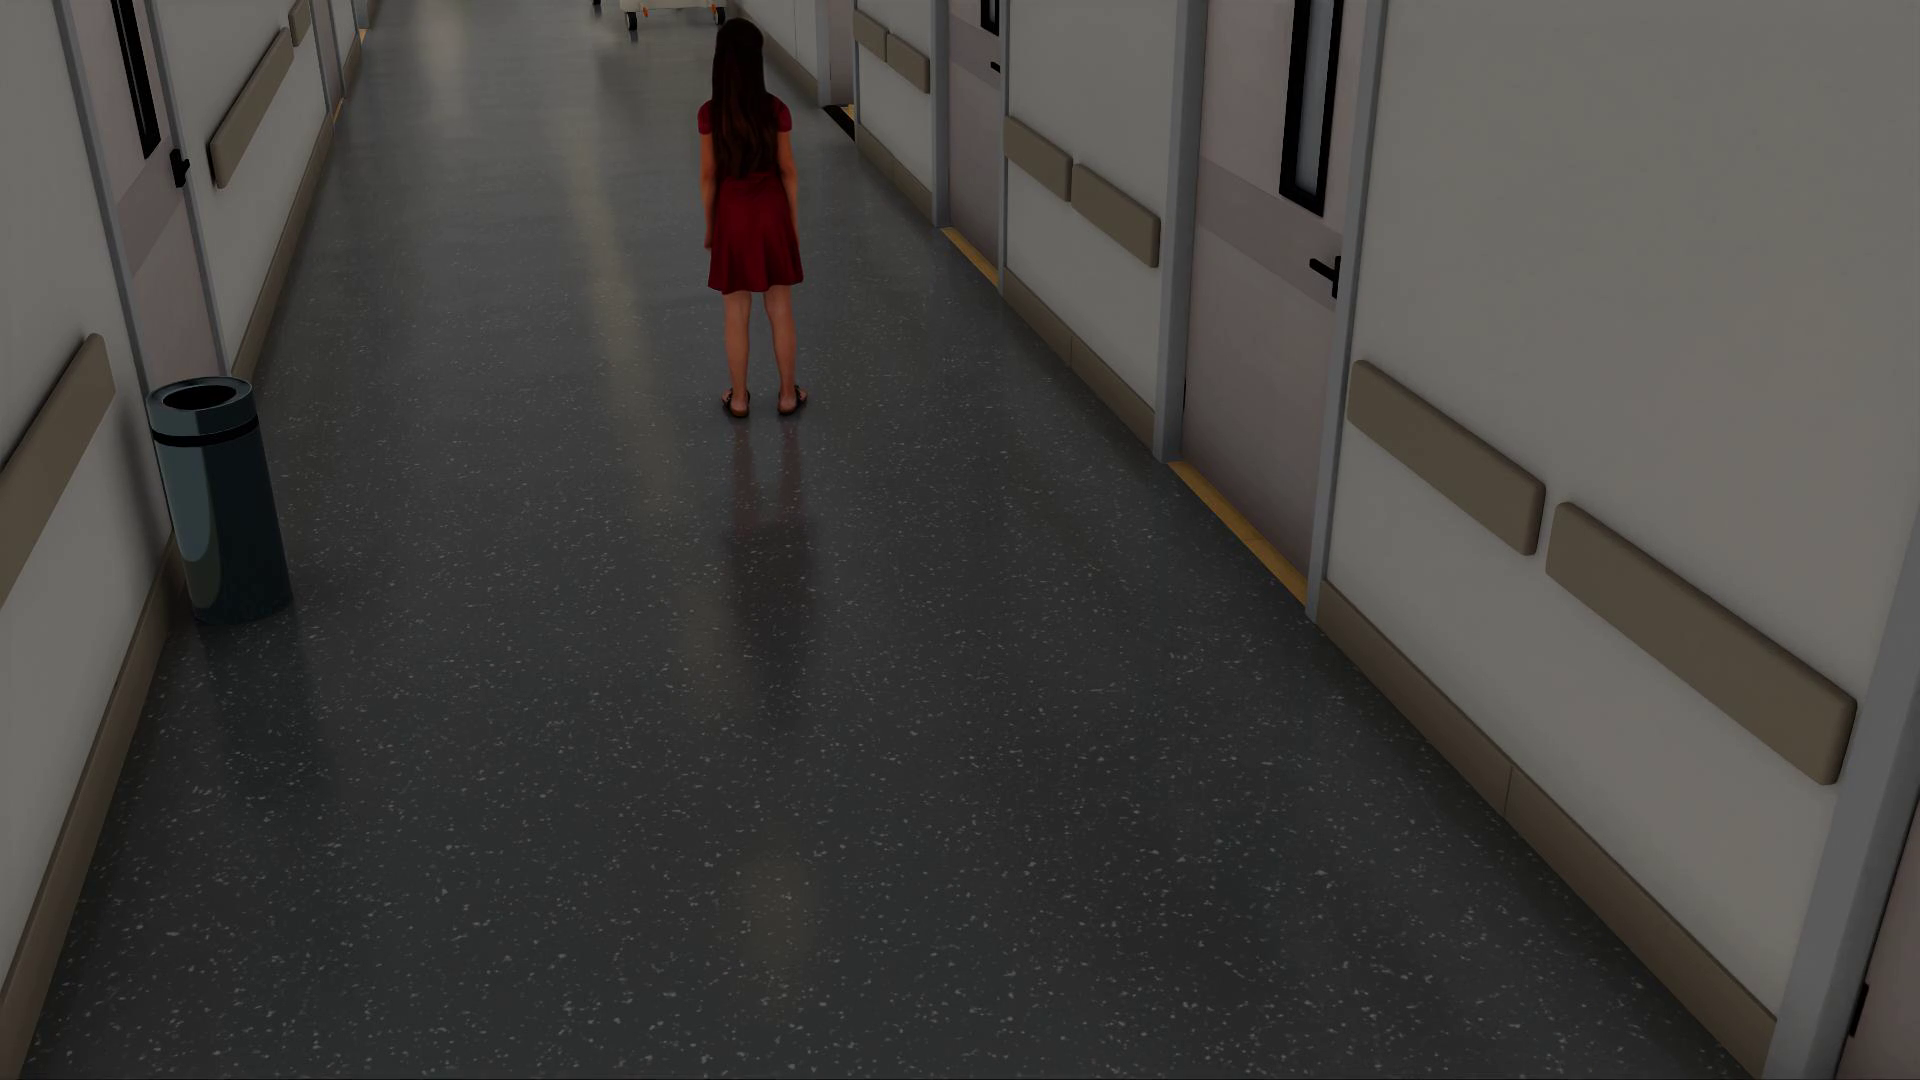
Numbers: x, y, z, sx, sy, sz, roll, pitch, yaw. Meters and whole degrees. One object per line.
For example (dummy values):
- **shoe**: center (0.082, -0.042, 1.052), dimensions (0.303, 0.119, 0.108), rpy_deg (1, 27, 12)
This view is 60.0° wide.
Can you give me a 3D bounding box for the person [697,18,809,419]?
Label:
- **person**: center (-0.821, -1.247, 6.529), dimensions (0.577, 1.553, 0.639), rpy_deg (-3, 26, -5)
